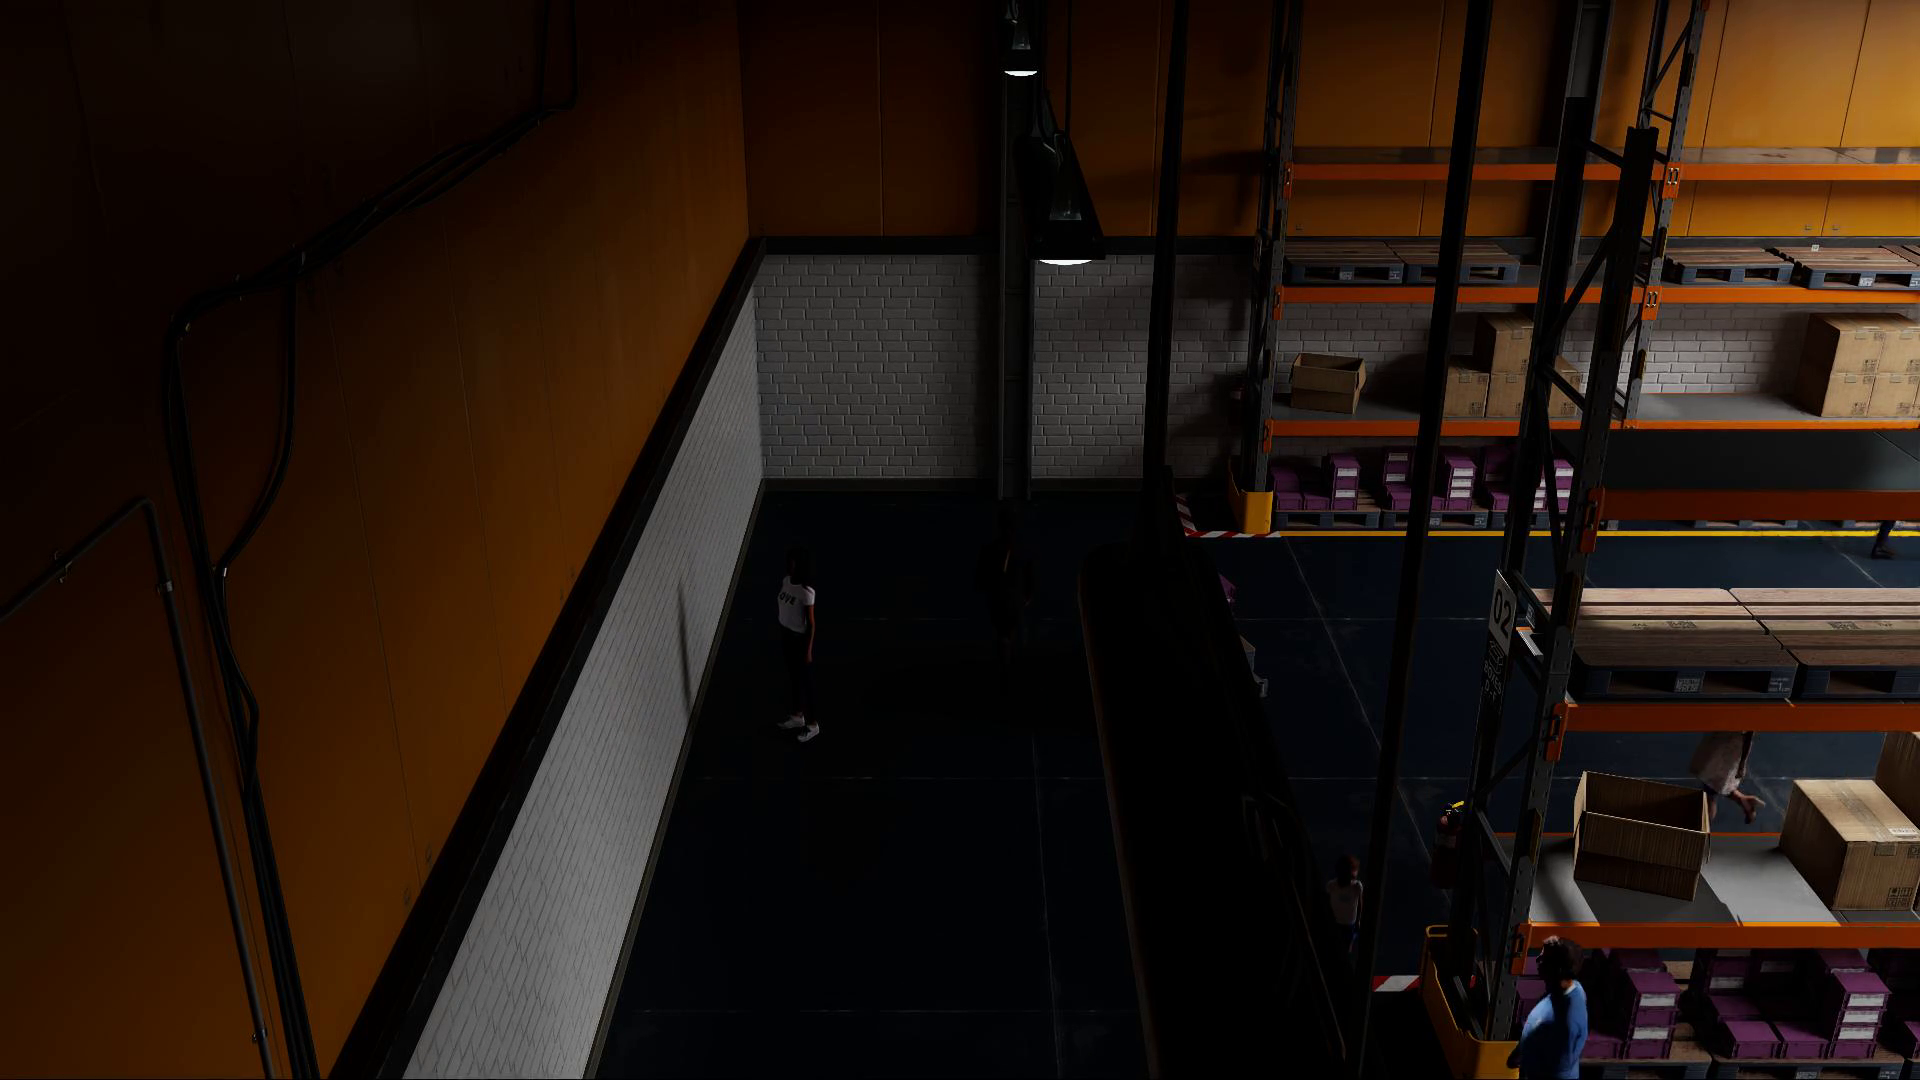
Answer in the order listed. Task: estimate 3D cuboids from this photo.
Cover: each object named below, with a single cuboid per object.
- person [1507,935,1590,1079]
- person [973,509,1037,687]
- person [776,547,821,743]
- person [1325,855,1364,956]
[{"bbox_3d":[3.381,3.036,9.297,0.753,1.788,0.758,6,24,14],"label":"person"},{"bbox_3d":[0.422,0.557,15.142,0.976,1.649,0.923,-7,25,-15],"label":"person"},{"bbox_3d":[-1.377,0.873,14.262,0.702,1.775,0.665,-18,29,-35],"label":"person"},{"bbox_3d":[2.604,2.556,11.362,0.410,1.013,0.517,3,24,7],"label":"person"}]
